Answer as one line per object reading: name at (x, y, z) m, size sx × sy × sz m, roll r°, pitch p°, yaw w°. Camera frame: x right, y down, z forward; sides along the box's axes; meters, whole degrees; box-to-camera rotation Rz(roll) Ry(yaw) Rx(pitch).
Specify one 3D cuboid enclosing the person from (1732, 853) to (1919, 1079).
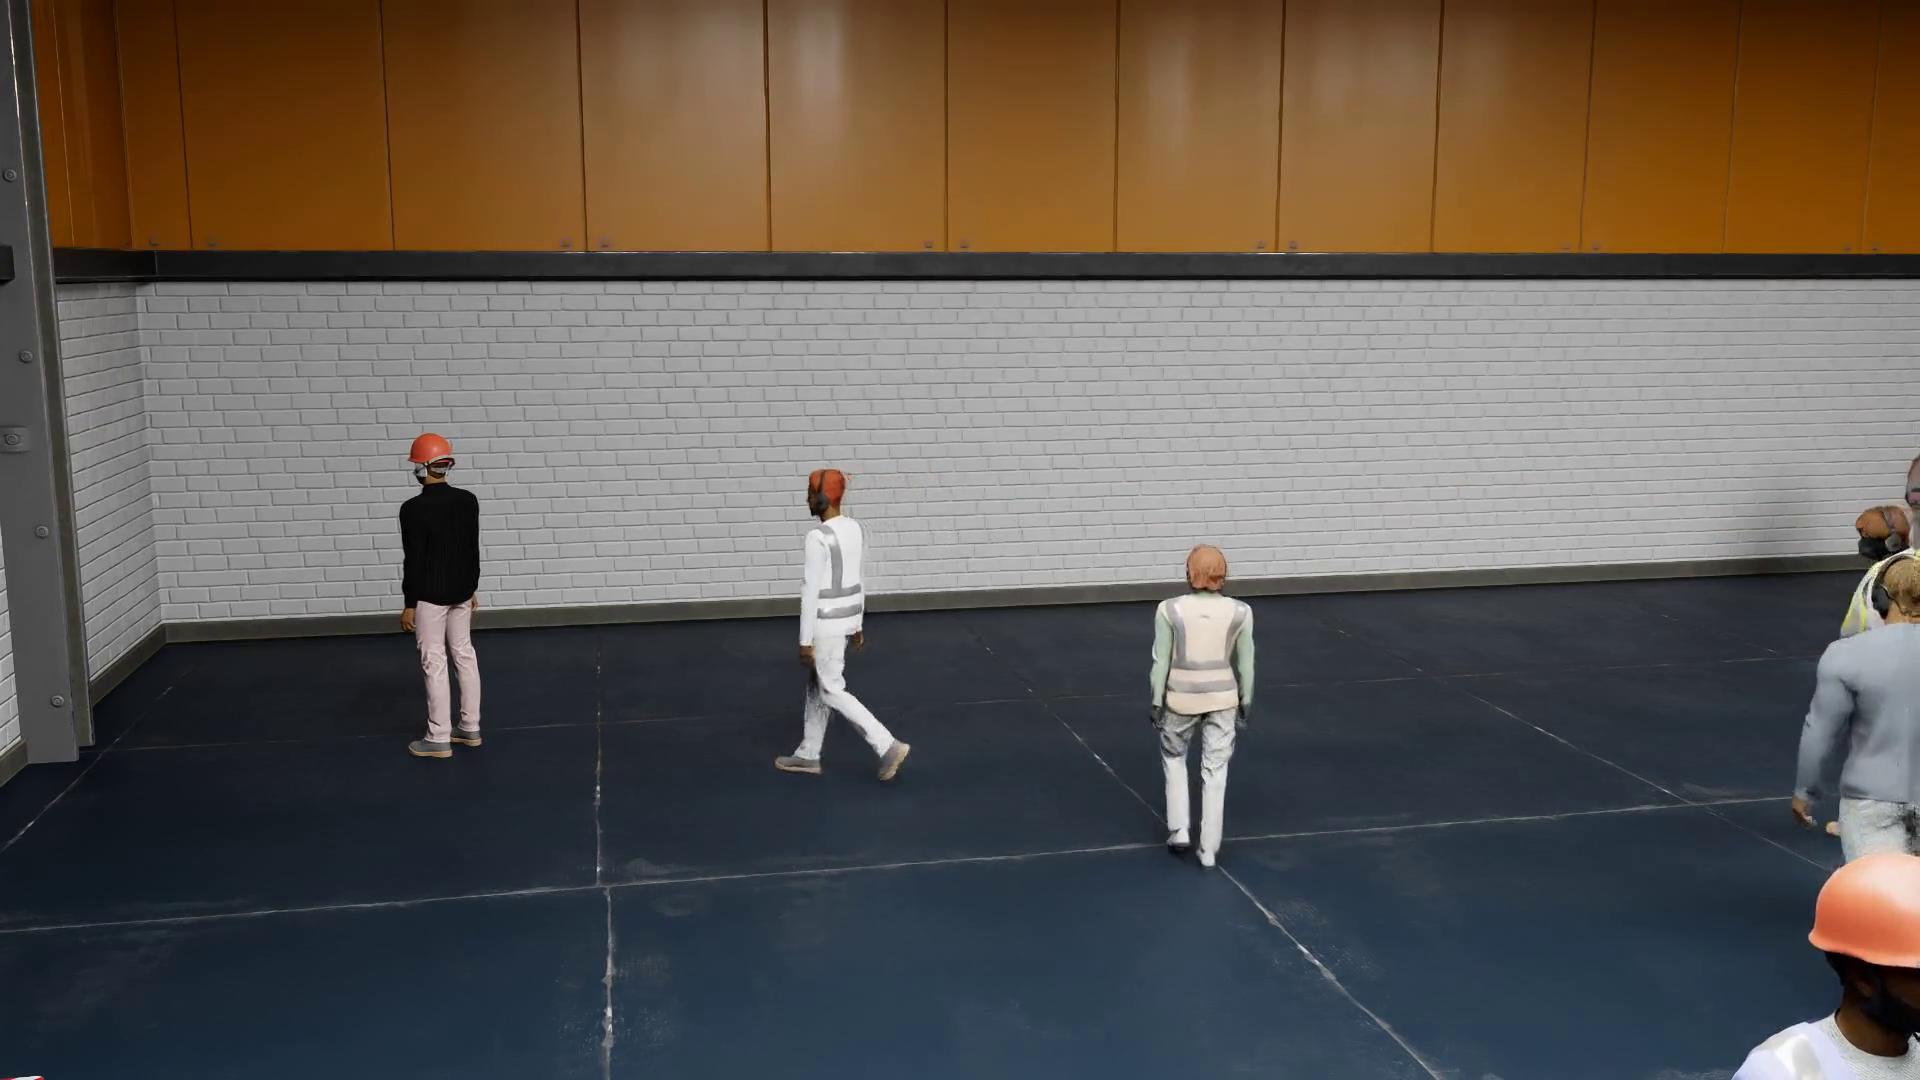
person at (1.693, 1.529, 3.162) m, size 0.545 × 1.942 × 0.351 m, roll -5°, pitch 10°, yaw -26°

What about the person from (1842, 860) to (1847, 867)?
person at (4.458, 0.901, 7.687) m, size 0.757 × 1.722 × 0.537 m, roll -3°, pitch 10°, yaw -18°

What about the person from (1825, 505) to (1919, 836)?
person at (4.810, 0.715, 8.553) m, size 0.543 × 1.809 × 0.656 m, roll 8°, pitch 12°, yaw 39°

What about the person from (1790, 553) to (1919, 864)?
person at (3.619, 0.985, 6.578) m, size 0.645 × 1.898 × 0.942 m, roll 0°, pitch 9°, yaw 2°

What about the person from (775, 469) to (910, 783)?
person at (-0.695, 0.506, 9.673) m, size 0.874 × 1.856 × 0.587 m, roll 4°, pitch 10°, yaw 23°

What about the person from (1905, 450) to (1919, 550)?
person at (8.344, -0.234, 14.280) m, size 0.430 × 1.833 × 0.641 m, roll 2°, pitch 10°, yaw 14°

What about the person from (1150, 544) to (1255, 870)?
person at (1.218, 0.827, 8.386) m, size 0.539 × 1.618 × 0.512 m, roll 0°, pitch 9°, yaw -1°

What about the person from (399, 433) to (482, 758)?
person at (-3.212, 0.337, 10.260) m, size 0.384 × 1.993 × 0.623 m, roll 5°, pitch 10°, yaw 26°
